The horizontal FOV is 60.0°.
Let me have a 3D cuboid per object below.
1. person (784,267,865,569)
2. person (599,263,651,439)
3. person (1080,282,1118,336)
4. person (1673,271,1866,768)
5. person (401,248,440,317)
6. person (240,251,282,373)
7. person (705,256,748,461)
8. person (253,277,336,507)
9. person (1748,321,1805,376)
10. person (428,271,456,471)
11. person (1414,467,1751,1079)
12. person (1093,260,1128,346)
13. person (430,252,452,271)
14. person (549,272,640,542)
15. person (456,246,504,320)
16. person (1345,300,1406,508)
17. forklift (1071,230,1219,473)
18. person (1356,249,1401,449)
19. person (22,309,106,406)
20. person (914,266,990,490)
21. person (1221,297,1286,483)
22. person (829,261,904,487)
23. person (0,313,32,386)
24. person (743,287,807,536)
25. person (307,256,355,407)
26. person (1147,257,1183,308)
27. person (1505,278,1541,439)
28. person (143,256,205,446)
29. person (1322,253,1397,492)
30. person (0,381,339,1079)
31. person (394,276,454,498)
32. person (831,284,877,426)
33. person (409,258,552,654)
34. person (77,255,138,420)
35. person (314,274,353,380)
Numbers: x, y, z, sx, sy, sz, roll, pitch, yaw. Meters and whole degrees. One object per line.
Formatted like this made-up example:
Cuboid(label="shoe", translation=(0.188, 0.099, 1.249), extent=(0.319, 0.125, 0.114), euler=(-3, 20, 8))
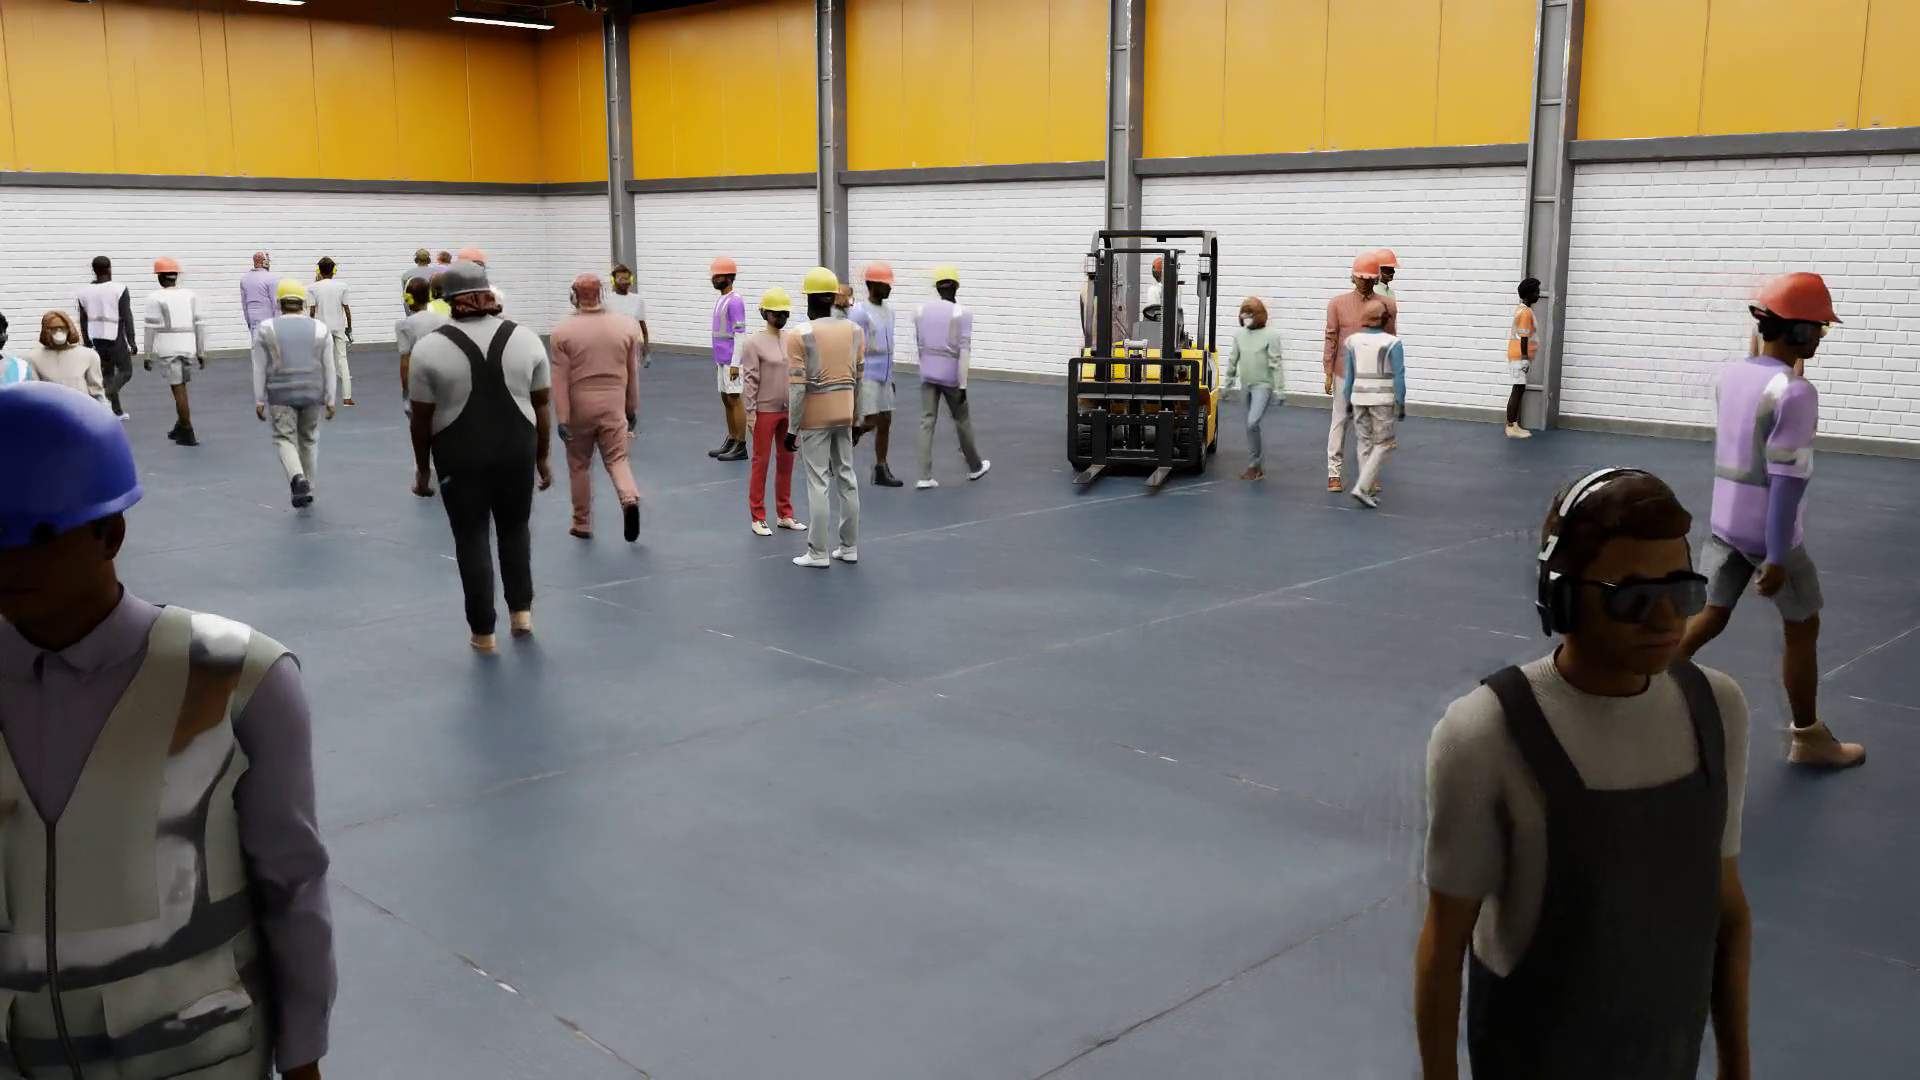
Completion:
Cuboid(label="person", translation=(-0.875, -0.777, 10.692), extent=(0.586, 1.927, 0.369), euler=(-9, 14, -40))
Cuboid(label="person", translation=(-3.587, -2.028, 17.758), extent=(0.521, 1.847, 0.841), euler=(-5, 11, -25))
Cuboid(label="person", translation=(1.738, -2.496, 20.318), extent=(0.430, 1.837, 0.624), euler=(-7, 13, -34))
Cuboid(label="person", translation=(3.119, -0.057, 6.587), extent=(1.019, 2.005, 0.628), euler=(-1, 10, -7))
Cuboid(label="person", translation=(-7.800, -3.279, 24.306), extent=(0.630, 1.940, 0.372), euler=(-3, 11, -14))
Cuboid(label="person", translation=(-9.743, -3.085, 23.331), extent=(0.642, 1.909, 0.399), euler=(4, 11, 22))
Cuboid(label="person", translation=(-2.225, -1.720, 15.807), extent=(0.366, 1.934, 0.553), euler=(-4, 11, -23))
Cuboid(label="person", translation=(-5.139, -1.125, 12.900), extent=(0.604, 1.811, 0.616), euler=(-6, 12, -31))
Cuboid(label="person", translation=(7.343, -1.420, 14.987), extent=(0.310, 1.636, 0.523), euler=(-6, 12, -30))
Cuboid(label="person", translation=(-4.531, -1.483, 14.833), extent=(0.632, 1.822, 0.775), euler=(-7, 13, -34))
Cuboid(label="person", translation=(0.901, 0.780, 2.497), extent=(0.525, 1.824, 0.736), euler=(-4, 11, -21))
Cuboid(label="person", translation=(1.619, -1.987, 17.386), extent=(0.537, 1.892, 0.659), euler=(3, 11, 16))
Cuboid(label="person", translation=(-9.565, -4.413, 30.884), extent=(0.600, 1.839, 0.382), euler=(-5, 11, -25))
Cuboid(label="person", translation=(-2.511, -0.908, 11.525), extent=(0.651, 1.886, 0.790), euler=(-6, 12, -30))
Cuboid(label="person", translation=(-4.637, -1.770, 15.830), extent=(0.646, 2.025, 0.443), euler=(-10, 14, -43))
Cuboid(label="person", translation=(3.235, -1.056, 13.032), extent=(0.451, 1.633, 0.527), euler=(-10, 14, -42))
Cuboid(label="forklift", translation=(1.804, -1.825, 15.677), extent=(1.214, 2.155, 2.313), euler=(2, 11, 13))
Cuboid(label="person", translation=(4.159, -1.883, 16.539), extent=(0.376, 1.995, 0.612), euler=(8, 13, 37))
Cuboid(label="person", translation=(-6.264, -0.804, 11.674), extent=(0.495, 1.620, 0.340), euler=(-5, 11, -25))
Cuboid(label="person", translation=(-0.104, -1.387, 14.181), extent=(0.588, 1.865, 0.945), euler=(5, 12, 26))
Cuboid(label="person", translation=(2.540, -1.288, 14.339), extent=(0.522, 1.607, 0.617), euler=(-8, 13, -39))
Cuboid(label="person", translation=(-0.796, -1.409, 14.153), extent=(0.632, 1.923, 0.549), euler=(7, 12, 33))
Cuboid(label="person", translation=(-6.296, -0.665, 10.809), extent=(0.840, 1.669, 0.523), euler=(9, 14, 40))
Cuboid(label="person", translation=(-1.306, -0.917, 11.897), extent=(0.535, 1.766, 0.318), euler=(-10, 14, -44))
Cuboid(label="person", translation=(-7.847, -2.596, 20.768), extent=(0.510, 1.872, 0.328), euler=(-4, 11, -21))
Cuboid(label="person", translation=(2.317, -2.287, 19.037), extent=(0.359, 1.885, 0.575), euler=(10, 14, 43))
Cuboid(label="person", translation=(5.938, -1.914, 17.549), extent=(0.321, 1.689, 0.530), euler=(4, 11, 19))
Cuboid(label="person", translation=(-8.075, -1.923, 16.967), extent=(0.787, 1.911, 0.567), euler=(7, 12, 33))
Cuboid(label="person", translation=(3.329, -1.385, 13.849), extent=(0.610, 1.985, 0.393), euler=(0, 10, -2))
Cuboid(label="person", translation=(-1.204, 0.743, 2.353), extent=(0.616, 1.942, 0.408), euler=(-1, 10, -8))
Cuboid(label="person", translation=(-4.191, -1.178, 13.201), extent=(0.534, 1.821, 1.011), euler=(-6, 12, -32))
Cuboid(label="person", translation=(-1.233, -1.969, 18.092), extent=(0.842, 1.591, 0.515), euler=(3, 11, 15))
Cuboid(label="person", translation=(-2.487, -0.451, 8.603), extent=(0.699, 2.000, 0.620), euler=(-5, 12, -27))
Cuboid(label="person", translation=(-9.756, -2.292, 19.018), extent=(0.613, 1.904, 0.597), euler=(1, 10, 4))
Cuboid(label="person", translation=(-9.218, -3.125, 24.349), extent=(0.712, 1.612, 0.515), euler=(10, 14, 42))
